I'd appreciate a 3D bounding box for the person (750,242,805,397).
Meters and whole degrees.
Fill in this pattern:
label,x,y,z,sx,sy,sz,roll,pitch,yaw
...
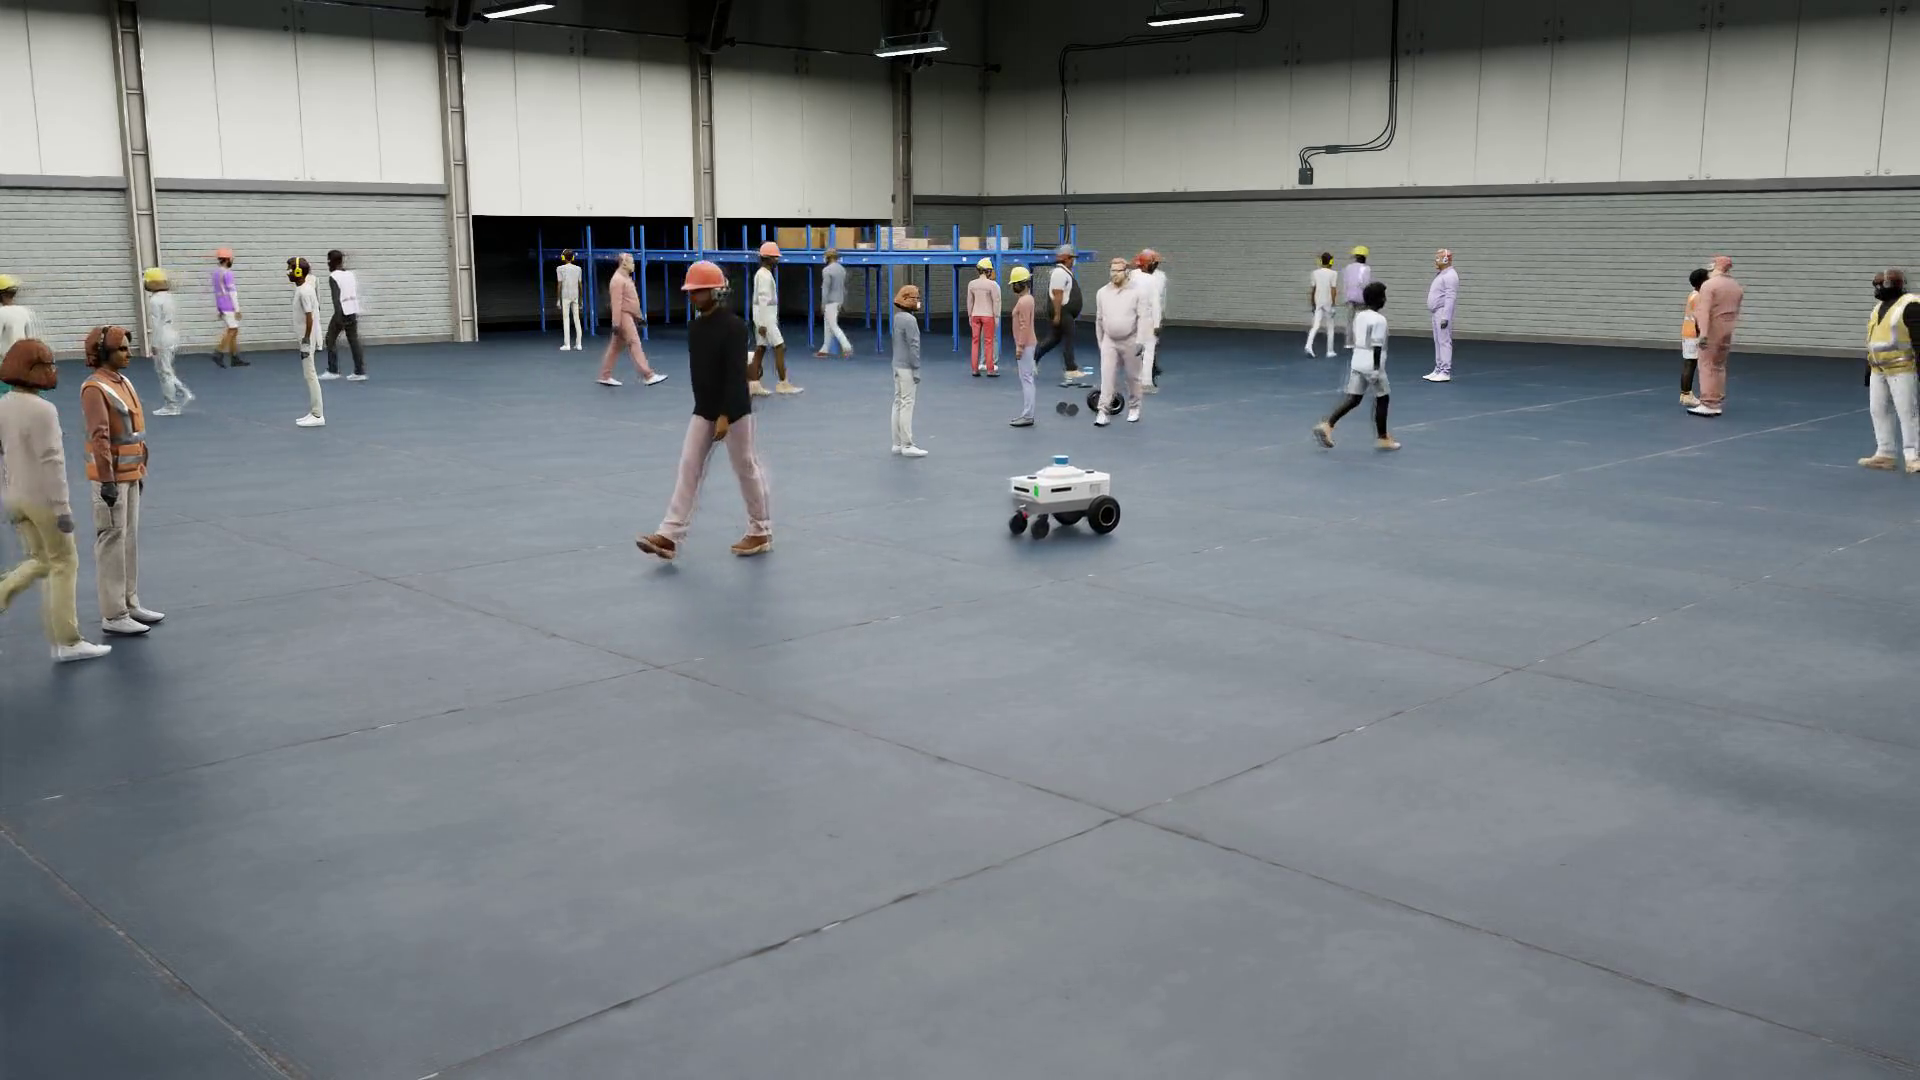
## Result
label,x,y,z,sx,sy,sz,roll,pitch,yaw
person,-2.388,-2.870,21.739,0.852,2.013,0.645,-2,11,-10

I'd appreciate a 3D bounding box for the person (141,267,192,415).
label,x,y,z,sx,sy,sz,roll,pitch,yaw
person,-9.421,-2.342,19.619,0.370,1.729,0.506,-1,10,-7

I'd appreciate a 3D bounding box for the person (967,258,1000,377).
label,x,y,z,sx,sy,sz,roll,pitch,yaw
person,0.359,-3.339,24.996,0.524,1.764,0.329,6,12,31

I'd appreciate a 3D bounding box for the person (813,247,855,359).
label,x,y,z,sx,sy,sz,roll,pitch,yaw
person,-2.172,-4.076,28.618,0.879,1.912,0.643,5,11,25

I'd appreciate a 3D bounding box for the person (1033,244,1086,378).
label,x,y,z,sx,sy,sz,roll,pitch,yaw
person,1.424,-3.456,24.990,0.888,2.000,0.688,1,10,5

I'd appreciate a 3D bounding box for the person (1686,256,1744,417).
label,x,y,z,sx,sy,sz,roll,pitch,yaw
person,8.866,-2.398,19.607,0.809,1.864,0.450,-6,12,-29

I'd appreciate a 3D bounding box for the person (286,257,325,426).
label,x,y,z,sx,sy,sz,roll,pitch,yaw
person,-7.316,-2.213,18.565,0.311,1.869,0.534,-4,11,-20

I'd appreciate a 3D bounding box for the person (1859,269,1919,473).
label,x,y,z,sx,sy,sz,roll,pitch,yaw
person,8.456,-1.521,15.001,0.434,1.805,0.776,-1,10,-7

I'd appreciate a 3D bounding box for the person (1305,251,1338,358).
label,x,y,z,sx,sy,sz,roll,pitch,yaw
person,6.298,-4.089,28.921,0.527,1.831,0.909,8,13,39

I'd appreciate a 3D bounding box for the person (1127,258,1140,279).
label,x,y,z,sx,sy,sz,roll,pitch,yaw
person,3.688,-5.077,34.850,0.519,1.629,0.386,-1,10,-5

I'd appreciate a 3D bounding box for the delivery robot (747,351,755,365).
label,x,y,z,sx,sy,sz,roll,pitch,yaw
delivery robot,-3.320,-2.642,24.349,0.707,0.478,0.477,-7,12,-32

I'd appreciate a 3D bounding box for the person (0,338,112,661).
label,x,y,z,sx,sy,sz,roll,pitch,yaw
person,-4.568,-0.179,8.159,0.505,1.617,0.555,8,13,39

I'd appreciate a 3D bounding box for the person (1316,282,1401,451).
label,x,y,z,sx,sy,sz,roll,pitch,yaw
person,3.954,-1.705,16.362,0.800,1.668,0.538,-3,11,-14

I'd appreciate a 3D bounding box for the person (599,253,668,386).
label,x,y,z,sx,sy,sz,roll,pitch,yaw
person,-4.638,-3.085,23.359,1.011,1.857,0.663,-1,10,-5

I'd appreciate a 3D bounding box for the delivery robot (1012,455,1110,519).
label,x,y,z,sx,sy,sz,roll,pitch,yaw
delivery robot,0.722,-0.362,11.919,0.707,0.478,0.477,-7,12,-33

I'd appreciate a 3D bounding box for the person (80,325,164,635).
label,x,y,z,sx,sy,sz,roll,pitch,yaw
person,-4.509,-0.326,8.904,0.306,1.637,0.524,-2,11,-11

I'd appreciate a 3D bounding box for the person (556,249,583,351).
label,x,y,z,sx,sy,sz,roll,pitch,yaw
person,-7.229,-4.449,30.791,0.514,1.865,0.313,-8,13,-39

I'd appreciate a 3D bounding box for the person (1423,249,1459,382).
label,x,y,z,sx,sy,sz,roll,pitch,yaw
person,7.005,-3.268,24.217,0.407,1.908,0.641,0,10,3

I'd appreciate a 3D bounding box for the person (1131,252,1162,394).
label,x,y,z,sx,sy,sz,roll,pitch,yaw
person,2.487,-2.925,22.411,0.341,1.882,0.583,-6,12,-31

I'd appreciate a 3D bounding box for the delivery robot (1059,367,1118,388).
label,x,y,z,sx,sy,sz,roll,pitch,yaw
delivery robot,1.537,-1.946,19.844,0.698,0.223,0.335,-5,11,-23

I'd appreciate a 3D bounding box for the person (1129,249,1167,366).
label,x,y,z,sx,sy,sz,roll,pitch,yaw
person,3.038,-3.771,27.015,0.629,1.876,1.048,1,10,6

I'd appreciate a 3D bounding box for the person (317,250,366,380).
label,x,y,z,sx,sy,sz,roll,pitch,yaw
person,-9.149,-3.303,24.462,0.780,1.891,0.613,2,11,12

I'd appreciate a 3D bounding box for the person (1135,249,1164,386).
label,x,y,z,sx,sy,sz,roll,pitch,yaw
person,2.626,-3.101,23.299,0.421,1.913,0.542,-6,12,-28

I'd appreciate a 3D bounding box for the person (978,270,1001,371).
label,x,y,z,sx,sy,sz,roll,pitch,yaw
person,0.435,-3.469,26.053,0.285,1.634,0.499,-10,14,-42

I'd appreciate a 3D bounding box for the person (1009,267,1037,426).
label,x,y,z,sx,sy,sz,roll,pitch,yaw
person,0.696,-2.157,18.562,0.322,1.761,0.522,1,10,7

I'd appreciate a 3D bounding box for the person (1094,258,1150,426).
label,x,y,z,sx,sy,sz,roll,pitch,yaw
person,1.816,-2.232,18.723,0.642,1.864,0.980,4,11,20

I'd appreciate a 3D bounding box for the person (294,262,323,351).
label,x,y,z,sx,sy,sz,roll,pitch,yaw
person,-11.849,-4.238,30.230,0.315,1.641,0.515,7,13,35

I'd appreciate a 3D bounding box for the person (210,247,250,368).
label,x,y,z,sx,sy,sz,roll,pitch,yaw
person,-11.829,-3.743,26.804,0.573,1.950,0.565,-9,14,-41

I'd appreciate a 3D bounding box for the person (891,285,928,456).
label,x,y,z,sx,sy,sz,roll,pitch,yaw
person,-0.509,-1.641,16.089,0.284,1.633,0.498,-4,11,-21

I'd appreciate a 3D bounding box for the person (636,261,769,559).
label,x,y,z,sx,sy,sz,roll,pitch,yaw
person,-1.647,-0.824,10.807,0.613,1.934,1.036,8,13,39

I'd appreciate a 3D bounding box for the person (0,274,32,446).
label,x,y,z,sx,sy,sz,roll,pitch,yaw
person,-9.468,-1.802,16.693,0.859,1.729,0.531,1,10,4

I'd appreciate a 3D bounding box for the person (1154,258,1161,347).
label,x,y,z,sx,sy,sz,roll,pitch,yaw
person,3.583,-4.427,31.132,0.538,1.684,0.370,2,11,13

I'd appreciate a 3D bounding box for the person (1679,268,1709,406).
label,x,y,z,sx,sy,sz,roll,pitch,yaw
person,9.191,-2.534,20.776,0.318,1.700,0.534,3,11,16

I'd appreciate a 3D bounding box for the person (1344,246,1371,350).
label,x,y,z,sx,sy,sz,roll,pitch,yaw
person,7.480,-4.503,30.962,0.871,1.893,0.612,-9,13,-39
